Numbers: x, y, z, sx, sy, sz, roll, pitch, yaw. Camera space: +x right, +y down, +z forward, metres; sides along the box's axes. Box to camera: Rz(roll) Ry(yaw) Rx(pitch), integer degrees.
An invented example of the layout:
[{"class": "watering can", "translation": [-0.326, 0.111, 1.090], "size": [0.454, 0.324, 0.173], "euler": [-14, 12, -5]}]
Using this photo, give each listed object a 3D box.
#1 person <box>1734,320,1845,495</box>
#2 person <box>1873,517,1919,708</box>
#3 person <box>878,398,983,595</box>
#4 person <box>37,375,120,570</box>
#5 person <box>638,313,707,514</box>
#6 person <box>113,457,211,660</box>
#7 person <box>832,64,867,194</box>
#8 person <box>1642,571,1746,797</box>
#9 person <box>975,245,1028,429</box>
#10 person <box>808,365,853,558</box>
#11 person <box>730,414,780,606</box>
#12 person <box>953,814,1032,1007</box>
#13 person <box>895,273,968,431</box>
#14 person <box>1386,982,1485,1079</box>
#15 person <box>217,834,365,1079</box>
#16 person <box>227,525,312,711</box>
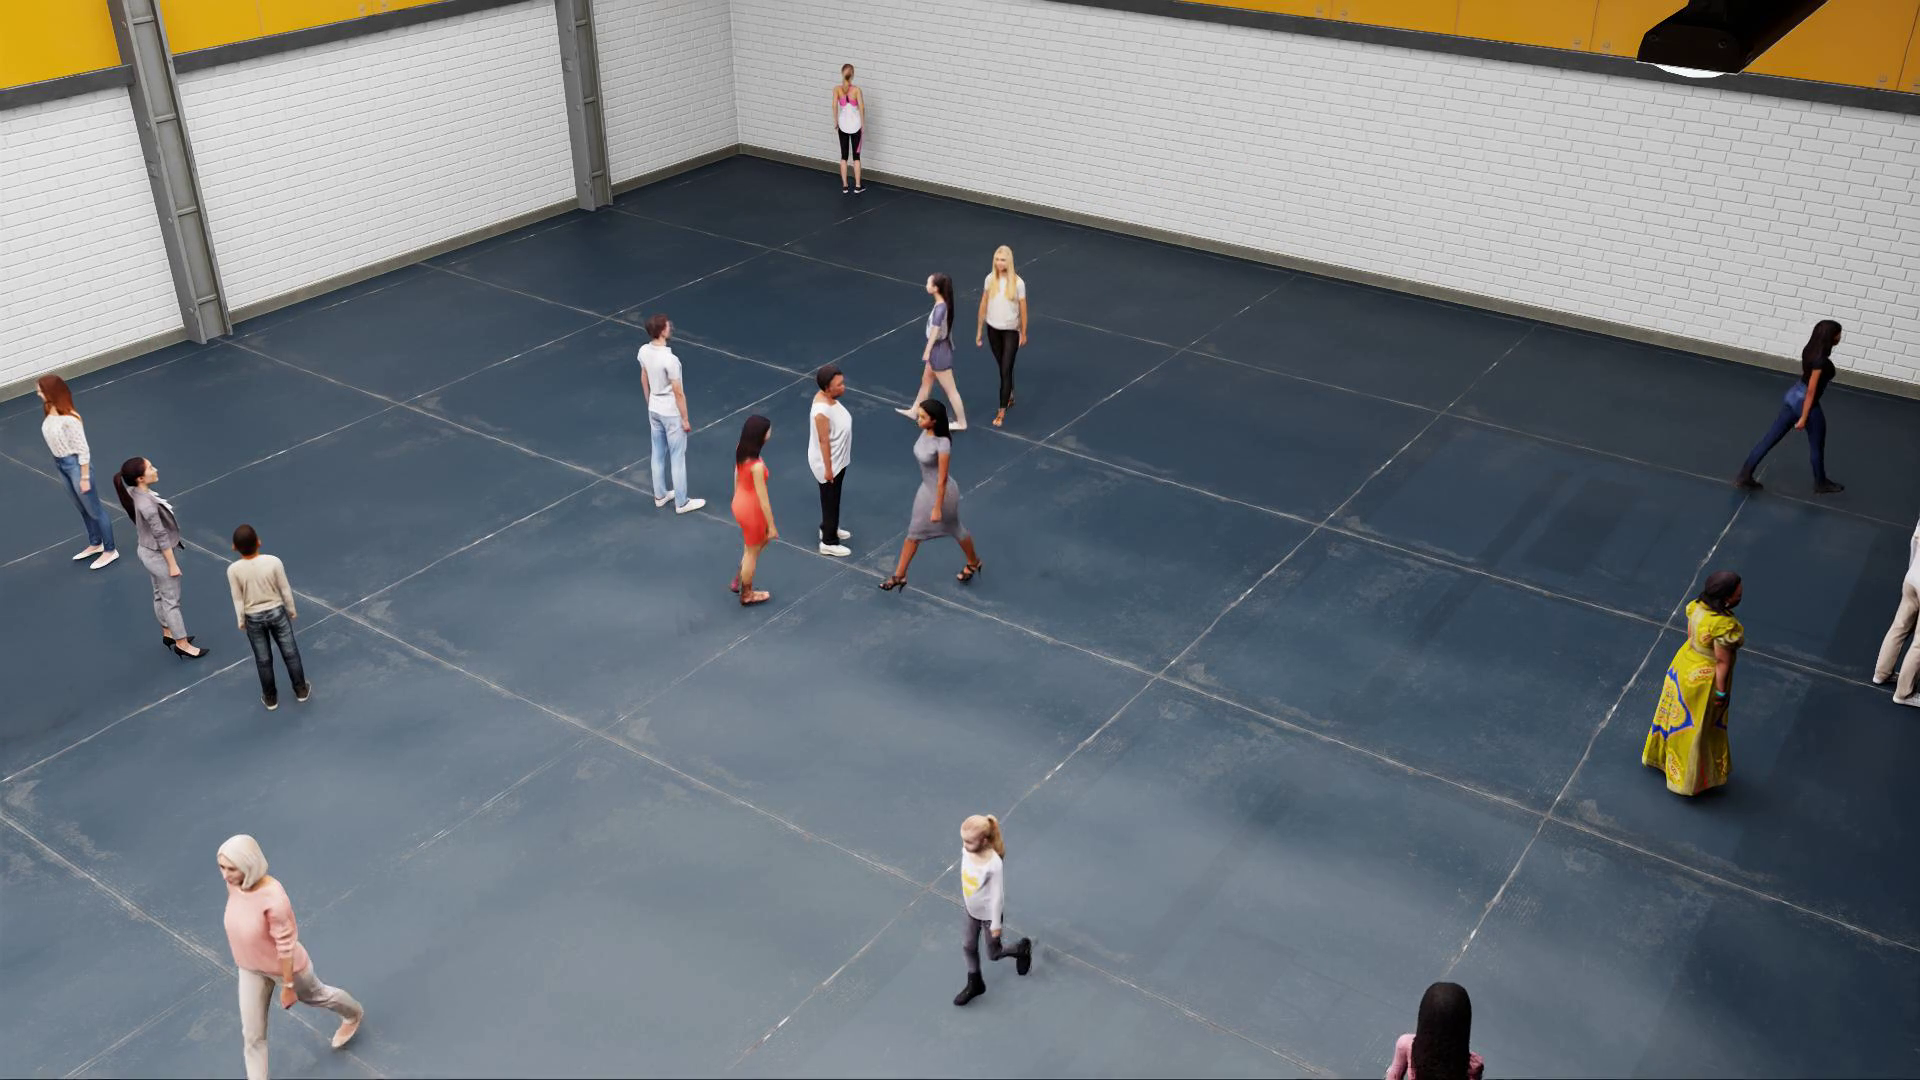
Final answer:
[{"class": "person", "translation": [7.517, -1.168, 15.054], "size": [1.061, 1.683, 1.178], "euler": [2, 29, 4]}, {"class": "person", "translation": [7.081, 0.328, 12.127], "size": [0.824, 1.860, 0.735], "euler": [-2, 29, -4]}, {"class": "person", "translation": [-0.093, -0.340, 13.497], "size": [1.242, 1.720, 0.950], "euler": [-14, 32, -24]}, {"class": "person", "translation": [-7.419, -0.600, 13.967], "size": [0.581, 1.727, 0.509], "euler": [21, 35, 33]}, {"class": "person", "translation": [-2.617, -1.131, 14.810], "size": [0.655, 1.851, 0.548], "euler": [21, 35, 34]}, {"class": "person", "translation": [-6.104, 0.136, 12.668], "size": [0.657, 1.678, 0.668], "euler": [-24, 36, -36]}, {"class": "person", "translation": [-1.555, -5.791, 23.421], "size": [0.677, 1.787, 0.656], "euler": [5, 29, 10]}, {"class": "person", "translation": [5.000, 0.938, 11.216], "size": [1.061, 1.660, 0.983], "euler": [-3, 29, -5]}, {"class": "person", "translation": [0.466, -2.088, 16.627], "size": [0.734, 1.792, 1.104], "euler": [12, 31, 21]}, {"class": "person", "translation": [-1.093, -0.701, 14.193], "size": [0.826, 1.687, 0.739], "euler": [-1, 29, -1]}, {"class": "person", "translation": [-1.739, -0.181, 13.239], "size": [0.745, 1.688, 0.719], "euler": [-16, 33, -27]}, {"class": "person", "translation": [0.183, 2.088, 9.524], "size": [0.795, 1.263, 0.579], "euler": [-25, 37, -38]}, {"class": "person", "translation": [-0.102, -1.811, 16.301], "size": [0.940, 1.616, 1.013], "euler": [4, 29, 8]}, {"class": "person", "translation": [2.151, 2.807, 7.716], "size": [0.665, 1.731, 0.710], "euler": [10, 30, 18]}, {"class": "person", "translation": [-3.577, 2.215, 8.861], "size": [0.729, 1.675, 1.221], "euler": [13, 31, 23]}, {"class": "person", "translation": [-5.060, 0.559, 12.117], "size": [0.577, 1.463, 0.691], "euler": [-14, 31, -23]}]
